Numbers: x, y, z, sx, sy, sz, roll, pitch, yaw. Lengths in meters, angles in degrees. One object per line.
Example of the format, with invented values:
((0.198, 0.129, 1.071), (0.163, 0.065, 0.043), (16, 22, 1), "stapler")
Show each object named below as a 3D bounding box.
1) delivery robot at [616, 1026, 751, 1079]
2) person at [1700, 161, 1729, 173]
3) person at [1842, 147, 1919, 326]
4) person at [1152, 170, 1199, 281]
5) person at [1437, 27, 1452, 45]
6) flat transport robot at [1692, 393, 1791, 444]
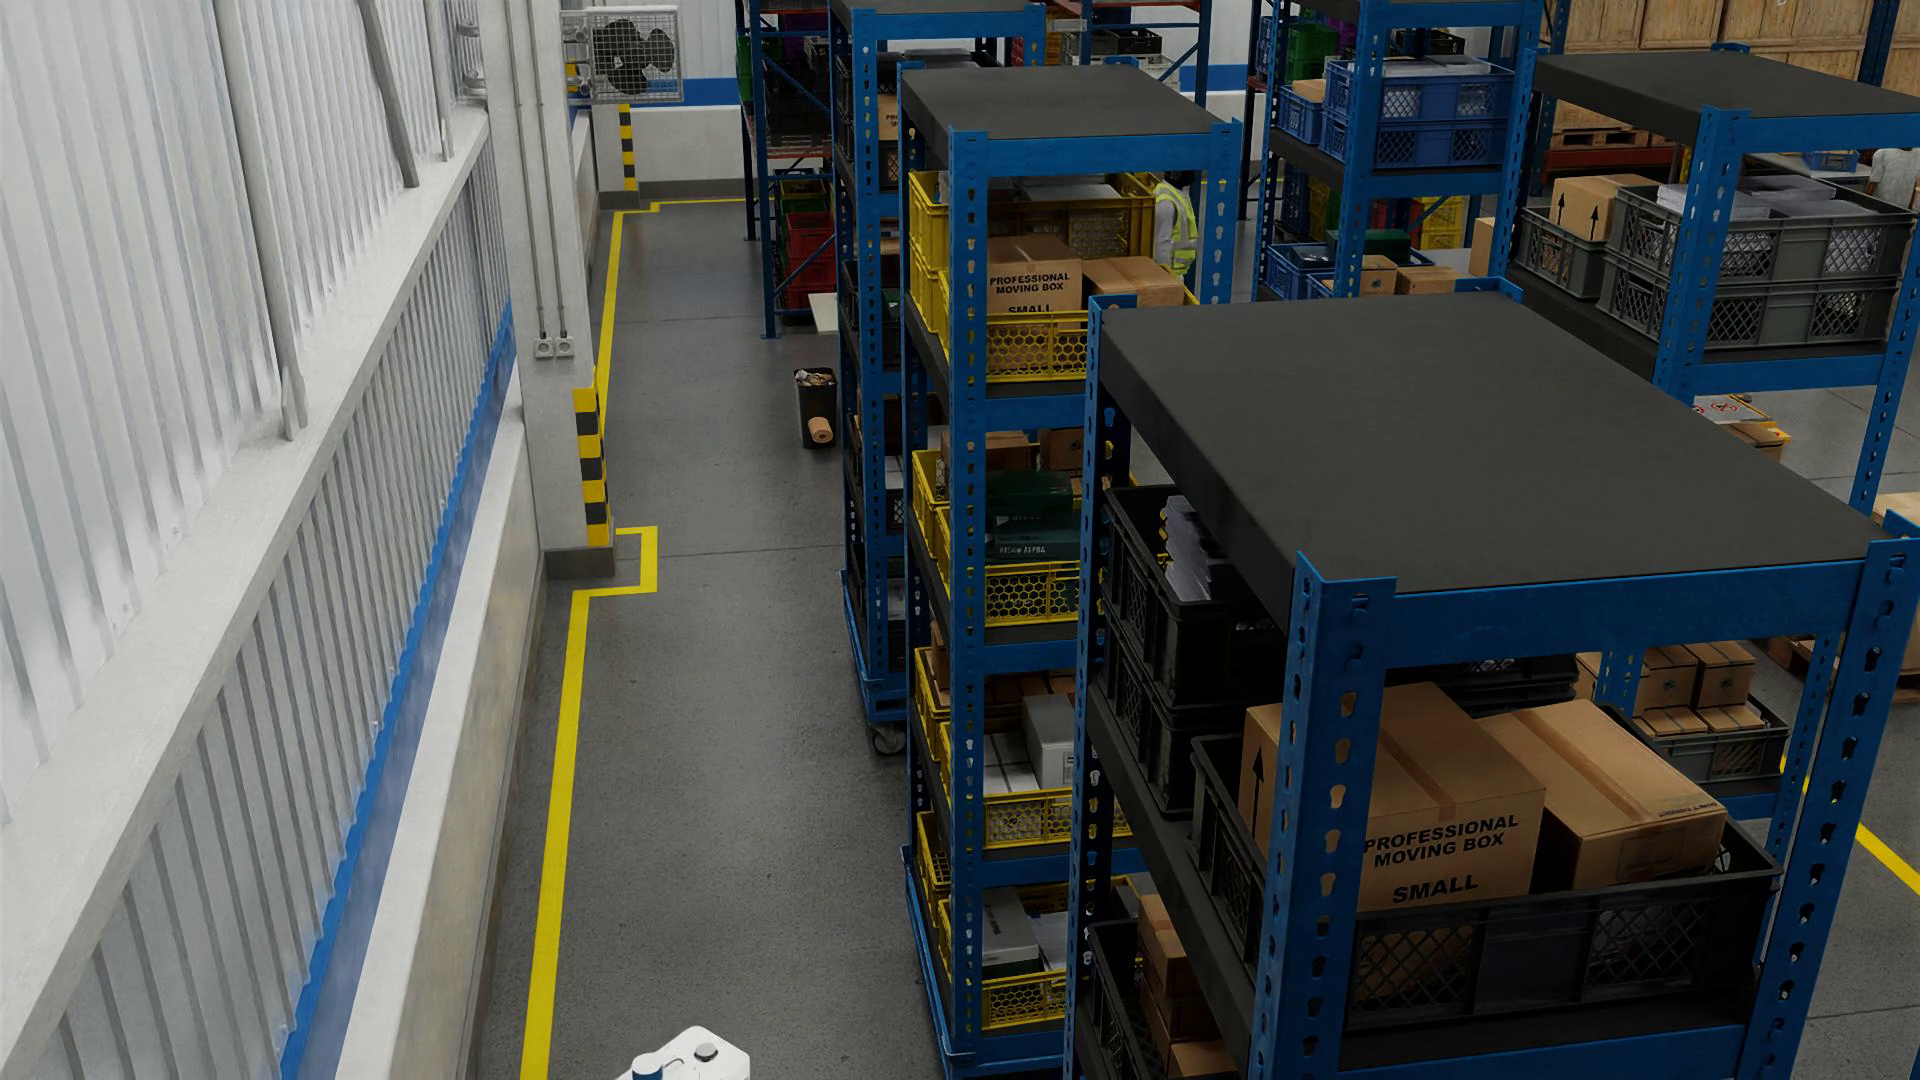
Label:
((-1.033, 1.945, 5.592), (0.477, 0.478, 0.707), (18, 30, 34), "delivery robot")
((6.826, -3.107, 15.121), (0.344, 1.876, 0.581), (19, 31, 35), "person")
((8.020, -2.757, 14.370), (0.521, 1.864, 0.335), (-4, 25, -8), "person")
((1.652, -2.151, 13.092), (0.429, 1.836, 0.631), (6, 25, 13), "person")
((5.280, -4.752, 18.616), (0.629, 1.940, 0.372), (8, 26, 16), "person")
((5.224, -0.859, 12.132), (1.431, 0.197, 0.652), (-4, 25, -8), "flat transport robot")
